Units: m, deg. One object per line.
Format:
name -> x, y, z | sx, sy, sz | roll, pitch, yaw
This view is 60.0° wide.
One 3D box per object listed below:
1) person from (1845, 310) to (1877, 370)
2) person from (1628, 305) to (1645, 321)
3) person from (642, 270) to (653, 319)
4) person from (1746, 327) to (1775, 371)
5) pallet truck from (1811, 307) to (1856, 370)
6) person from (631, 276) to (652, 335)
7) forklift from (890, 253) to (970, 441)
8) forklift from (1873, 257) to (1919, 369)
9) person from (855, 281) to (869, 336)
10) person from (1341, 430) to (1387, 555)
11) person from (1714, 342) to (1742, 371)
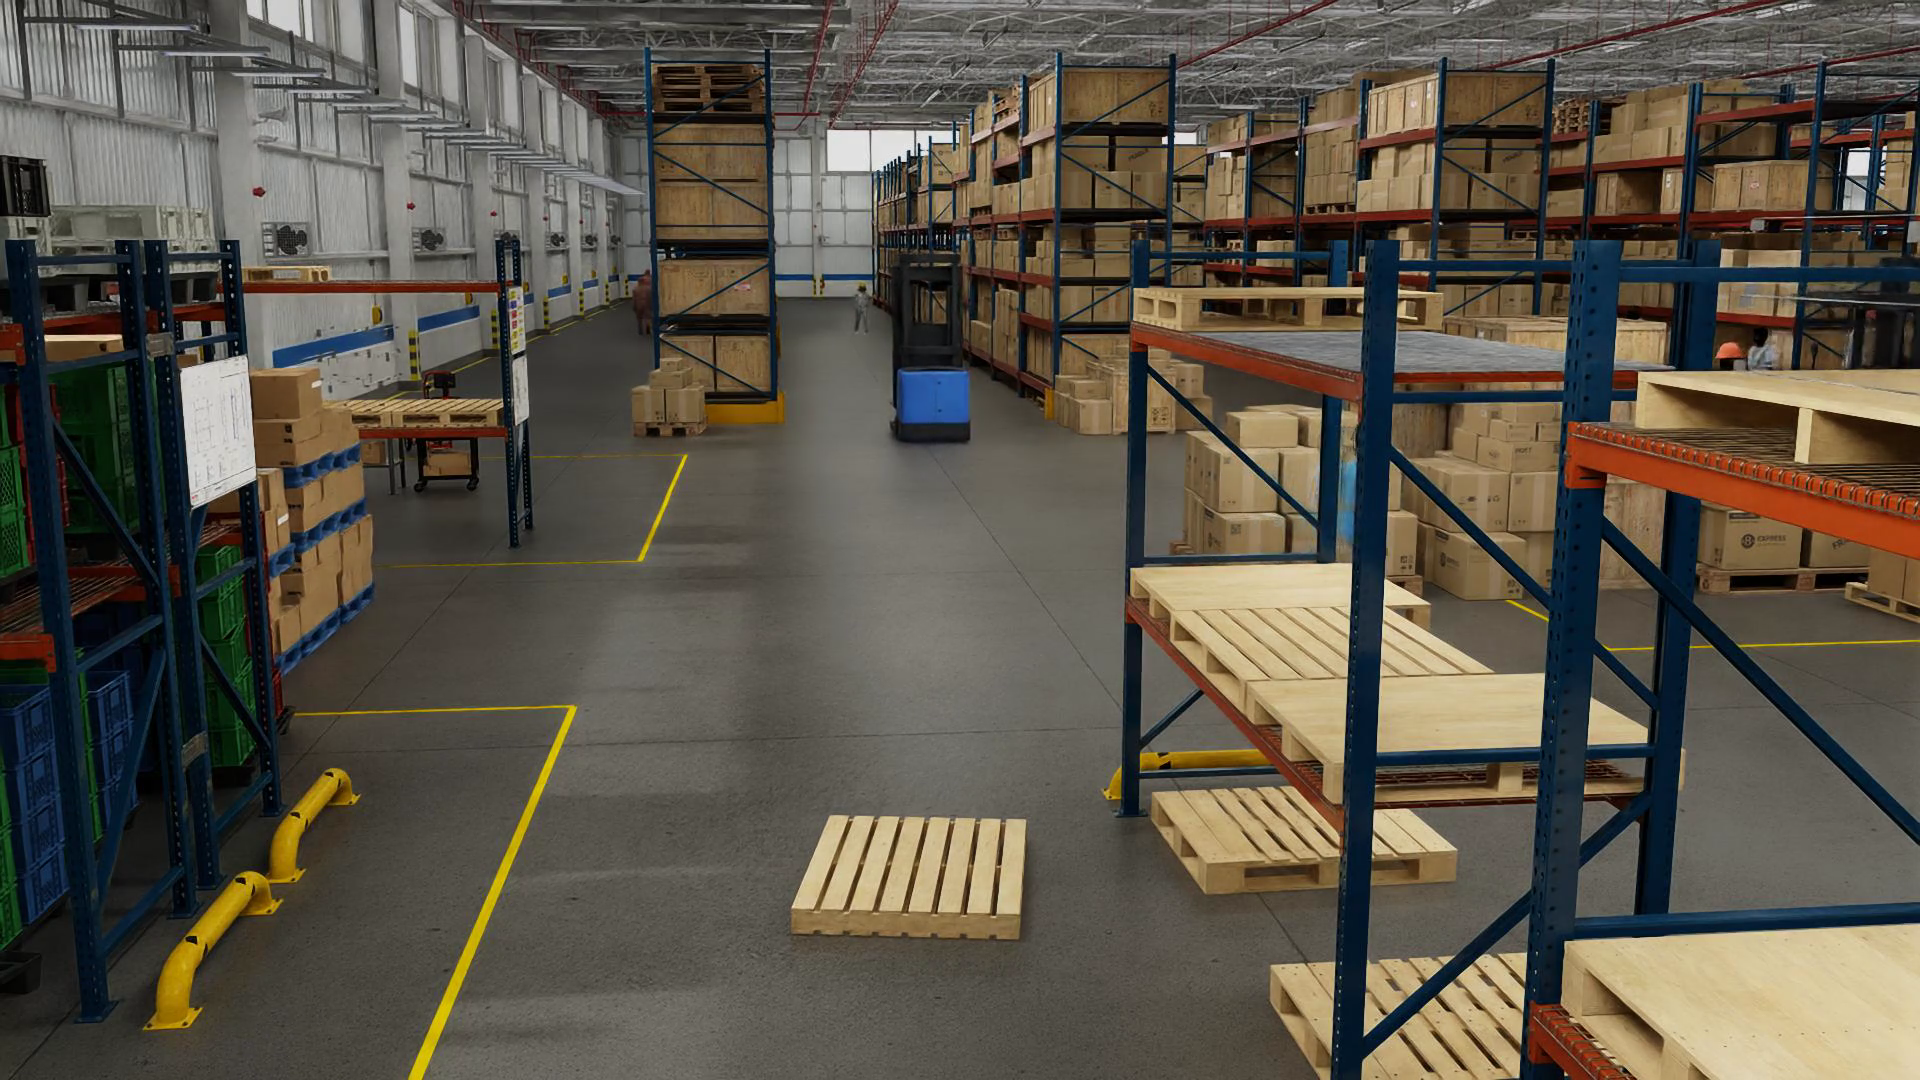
person -> 15.113, -2.978, 28.179 | 0.940, 1.902, 0.546 | 7, 12, 32
person -> 12.527, -3.450, 30.971 | 0.429, 1.828, 0.639 | -1, 10, -6
person -> -12.085, -9.524, 64.446 | 0.399, 1.893, 0.656 | 9, 14, 41
person -> 12.789, -2.567, 26.525 | 0.786, 1.673, 0.537 | -2, 11, -13
pallet truck -> 15.846, -3.142, 28.793 | 1.885, 1.965, 0.823 | 2, 10, 12
person -> -10.289, -7.560, 53.590 | 0.647, 1.889, 0.584 | -5, 11, -24
forklift -> -0.458, -2.985, 25.473 | 1.129, 2.768, 1.873 | -1, 10, -6
forklift -> 11.163, -1.918, 19.563 | 1.873, 2.768, 1.129 | -1, 10, -6
person -> -3.137, -7.382, 53.024 | 0.487, 1.720, 0.718 | -3, 11, -16
person -> 3.042, -0.036, 12.426 | 0.360, 1.684, 0.558 | 0, 10, -2
person -> 8.725, -1.300, 18.902 | 0.977, 1.890, 0.558 | -4, 11, -21
